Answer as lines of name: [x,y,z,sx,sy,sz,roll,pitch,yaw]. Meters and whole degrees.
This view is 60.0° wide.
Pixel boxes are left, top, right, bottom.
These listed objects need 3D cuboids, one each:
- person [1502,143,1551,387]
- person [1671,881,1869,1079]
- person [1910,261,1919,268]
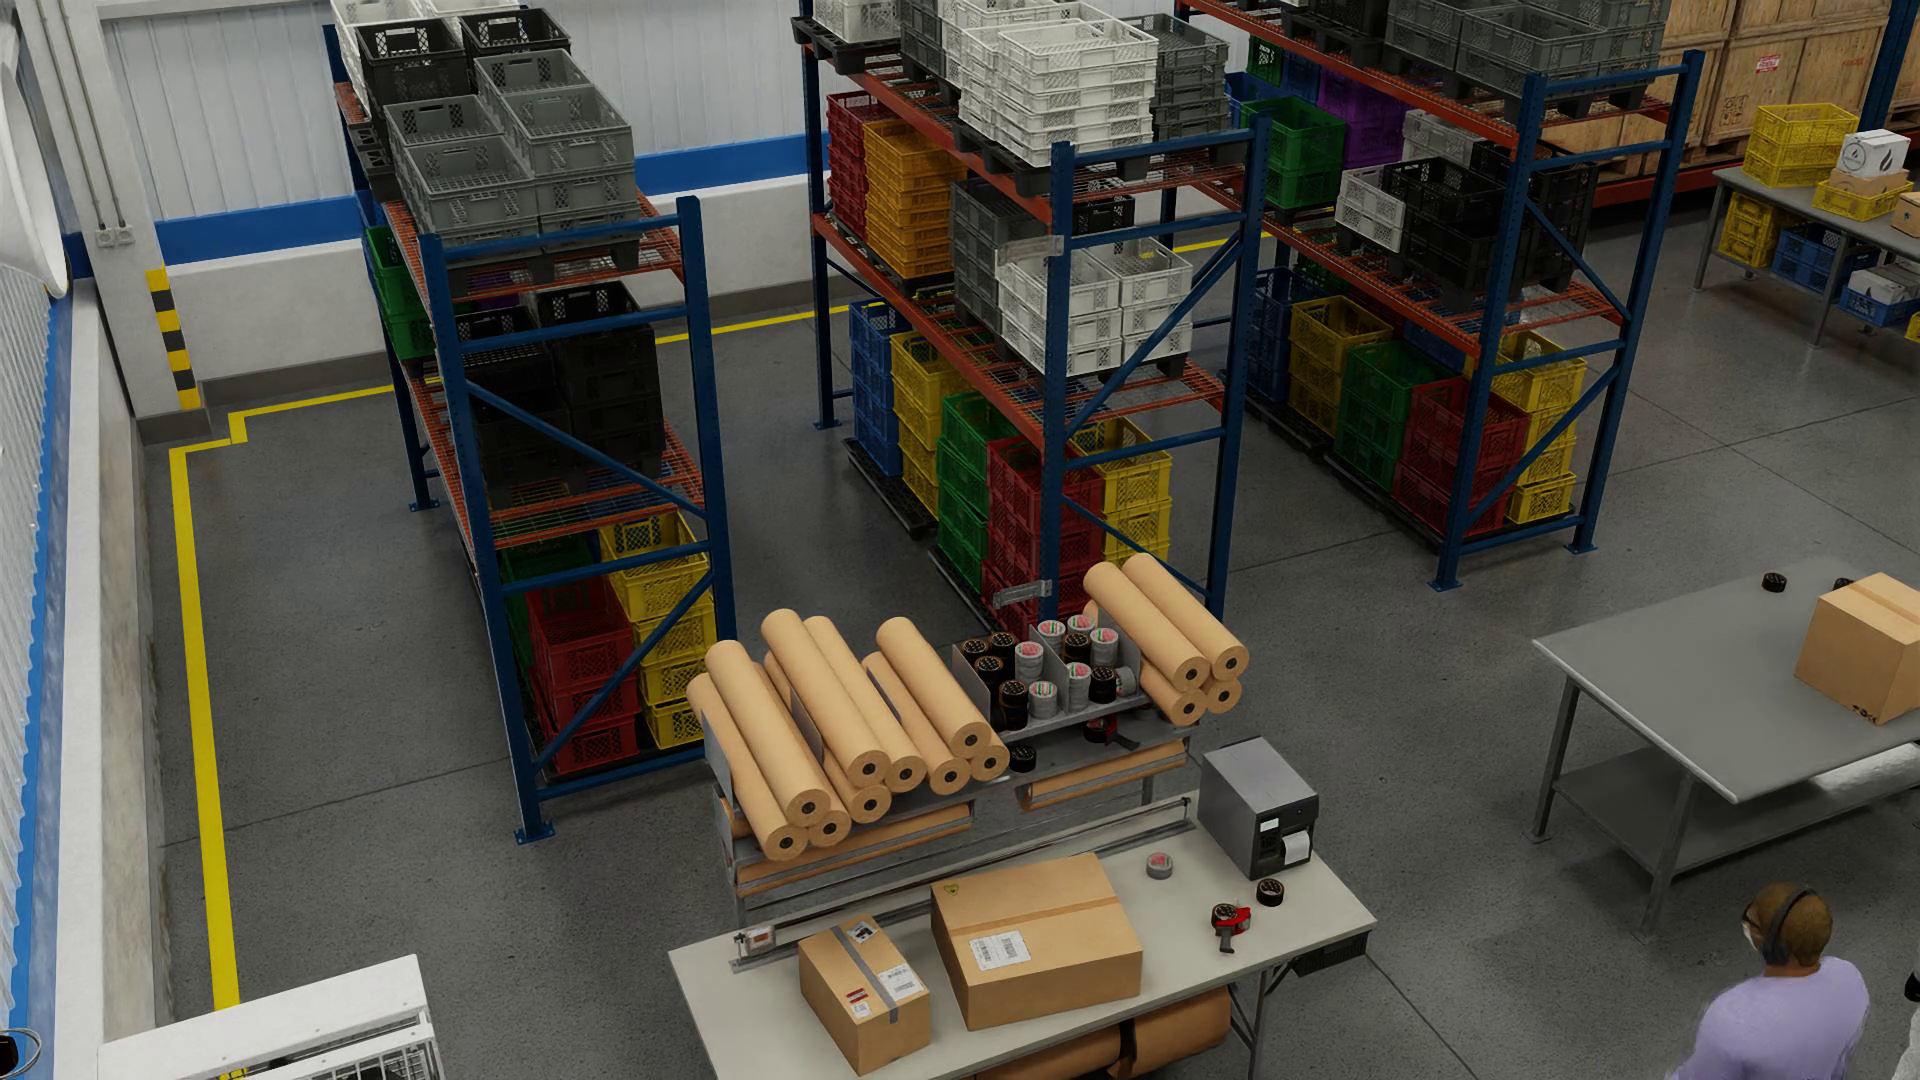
person: [3.864,-1.848,11.430,0.529,1.869,0.636,26,40,35]
person: [2.477,1.893,5.311,0.705,1.932,0.425,-16,35,-25]
person: [7.492,-2.518,12.525,0.310,1.863,0.532,-22,38,-31]
